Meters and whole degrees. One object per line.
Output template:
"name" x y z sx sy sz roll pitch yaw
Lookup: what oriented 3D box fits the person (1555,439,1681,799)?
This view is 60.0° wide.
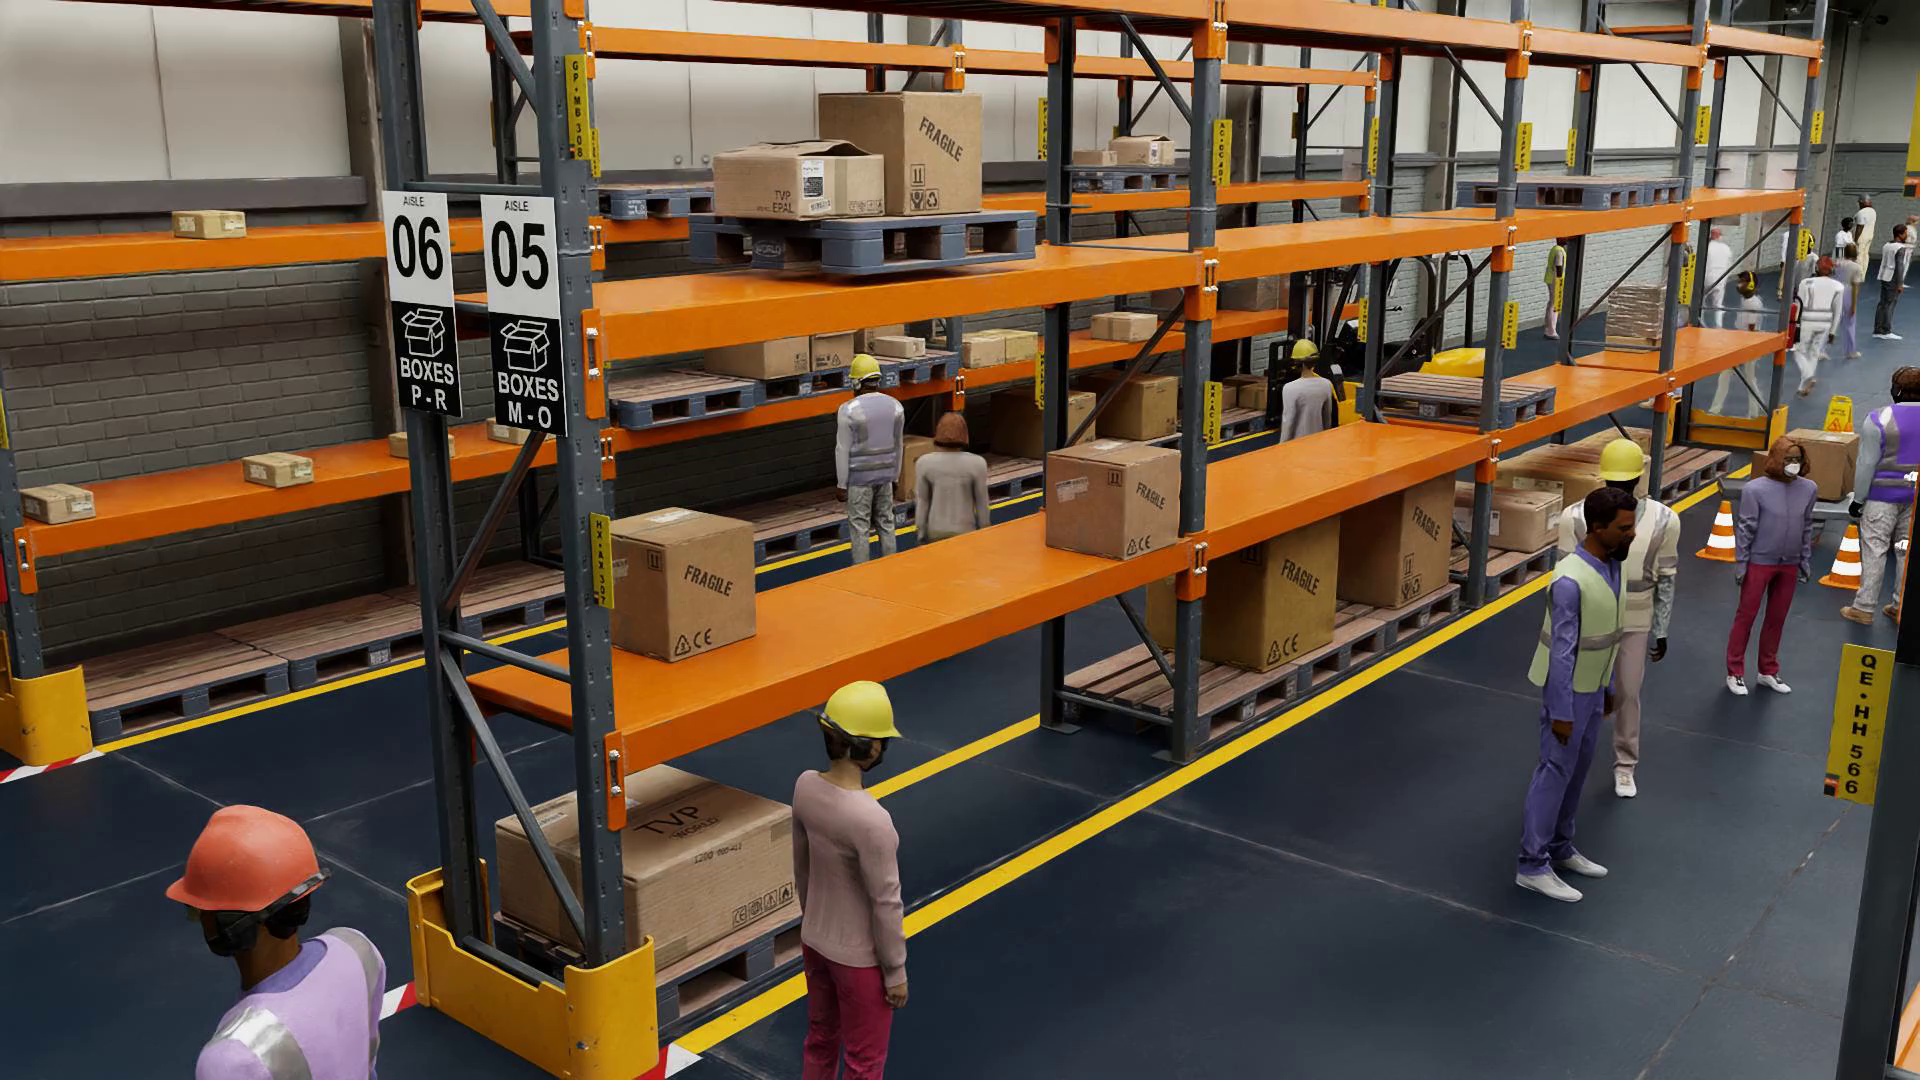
"person" 3.386 0.415 8.651 0.590 1.917 0.427 5 15 21

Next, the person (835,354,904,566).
"person" -0.690 -0.483 12.495 0.586 1.824 0.404 -12 18 -39

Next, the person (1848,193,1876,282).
"person" 20.860 -7.003 38.583 0.675 2.000 0.537 -11 17 -37

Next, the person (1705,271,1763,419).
"person" 9.110 -2.240 19.599 0.845 1.837 0.562 1 14 4

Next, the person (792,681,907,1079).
"person" -0.334 1.304 5.346 0.326 1.760 0.524 -11 17 -37

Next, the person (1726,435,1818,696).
"person" 5.018 0.157 10.270 0.507 1.631 0.265 -2 14 -9

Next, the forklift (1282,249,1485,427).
"forklift" 4.886 -2.214 18.767 2.313 2.155 1.214 11 18 38

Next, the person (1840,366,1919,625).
"person" 6.587 -0.309 11.740 0.628 1.843 0.429 -1 14 -4

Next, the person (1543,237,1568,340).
"person" 9.999 -4.282 27.897 0.389 1.850 0.567 2 14 9

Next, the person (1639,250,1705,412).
"person" 8.821 -2.601 20.660 0.538 2.000 0.683 -5 15 -18

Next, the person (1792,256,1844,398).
"person" 11.122 -2.748 21.615 0.635 1.865 0.556 1 14 5

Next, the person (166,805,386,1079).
"person" -1.491 1.558 3.719 0.377 2.045 0.605 1 14 5

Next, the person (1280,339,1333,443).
"person" 2.854 -0.789 13.852 0.533 1.765 0.331 -8 16 -30

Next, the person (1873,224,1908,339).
"person" 15.718 -4.358 28.065 0.384 1.918 0.596 0 14 1

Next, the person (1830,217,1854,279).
"person" 18.501 -5.923 34.915 0.532 1.690 0.321 -11 17 -37

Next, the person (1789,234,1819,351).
"person" 13.394 -3.928 26.446 0.327 1.862 0.513 0 14 -1

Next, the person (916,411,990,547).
"person" -0.066 -0.061 11.178 0.504 1.606 0.651 4 14 15

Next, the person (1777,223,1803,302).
"person" 17.000 -5.727 33.976 0.573 1.750 0.329 -5 15 -19

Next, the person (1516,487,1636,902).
"person" 2.806 0.683 7.574 0.396 1.910 0.585 11 18 39

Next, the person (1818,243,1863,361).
"person" 13.446 -3.621 25.326 0.960 1.798 0.526 -7 16 -27
